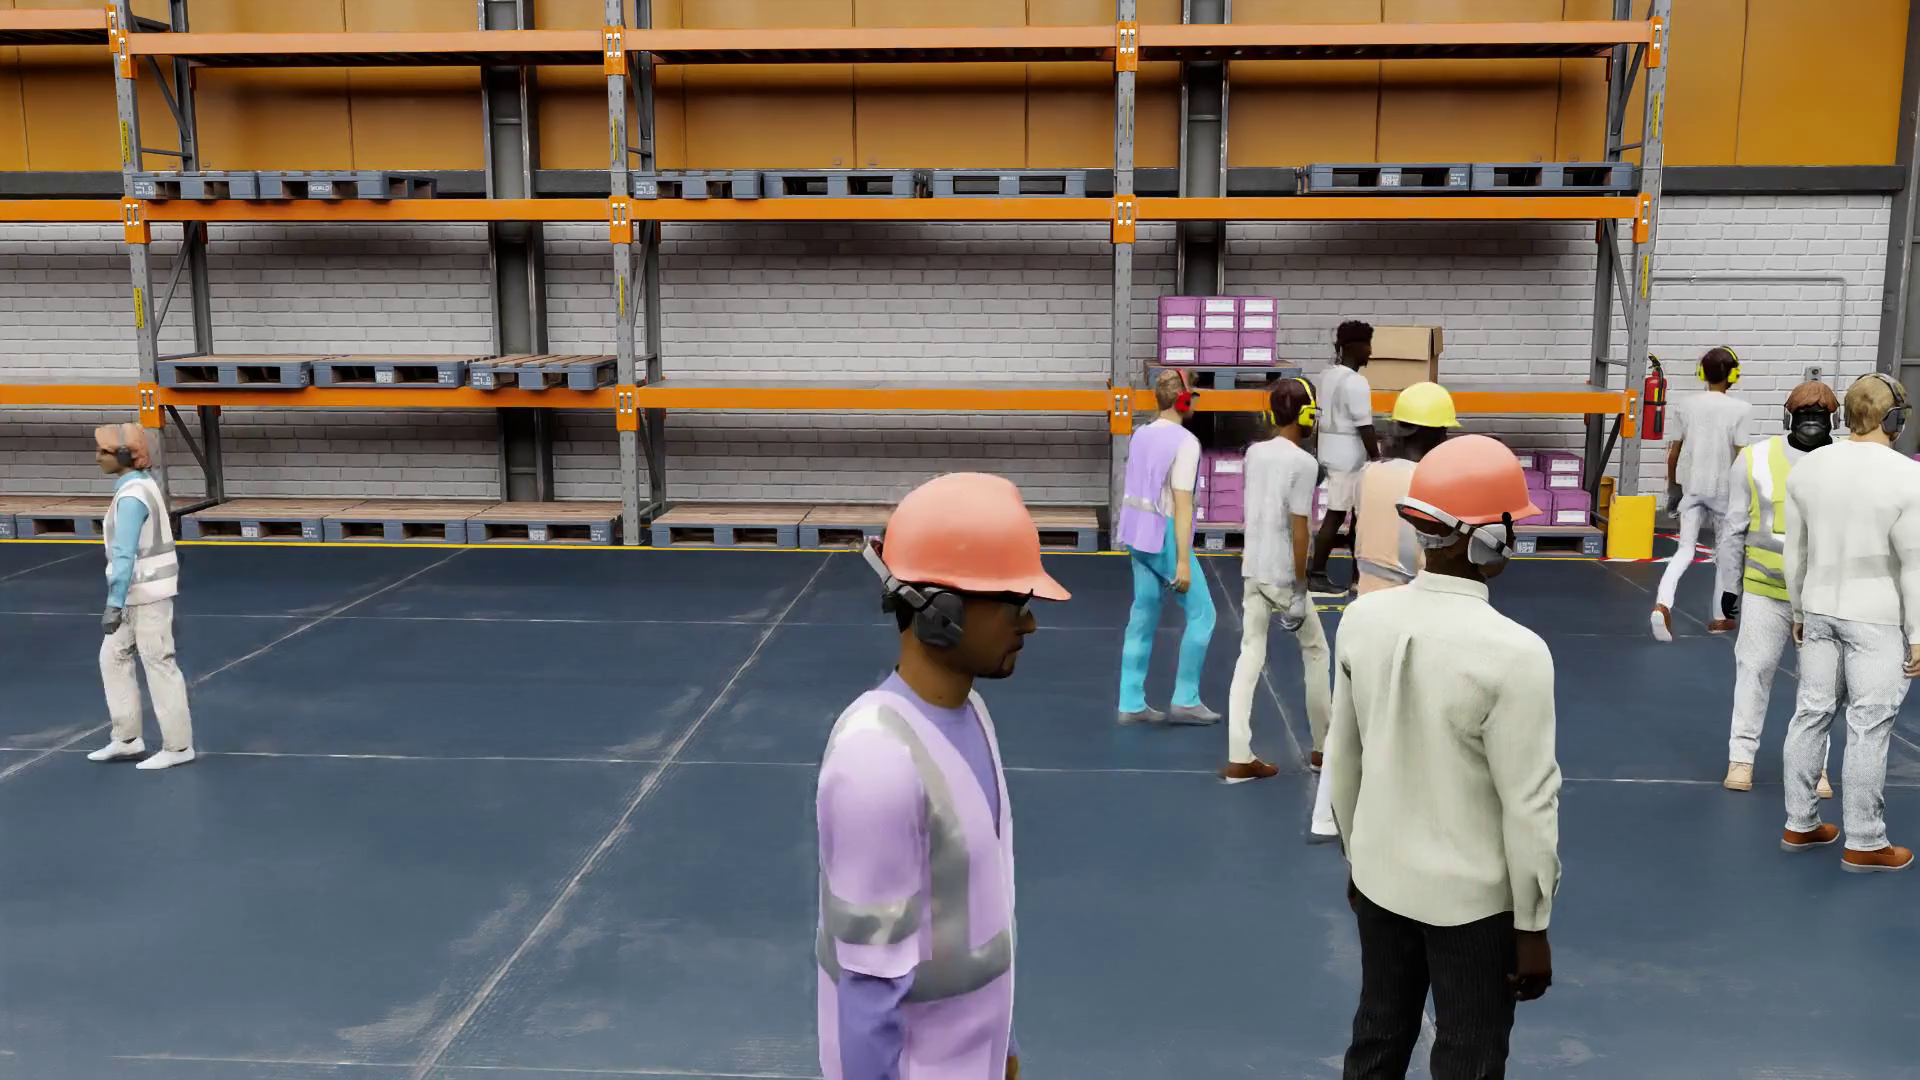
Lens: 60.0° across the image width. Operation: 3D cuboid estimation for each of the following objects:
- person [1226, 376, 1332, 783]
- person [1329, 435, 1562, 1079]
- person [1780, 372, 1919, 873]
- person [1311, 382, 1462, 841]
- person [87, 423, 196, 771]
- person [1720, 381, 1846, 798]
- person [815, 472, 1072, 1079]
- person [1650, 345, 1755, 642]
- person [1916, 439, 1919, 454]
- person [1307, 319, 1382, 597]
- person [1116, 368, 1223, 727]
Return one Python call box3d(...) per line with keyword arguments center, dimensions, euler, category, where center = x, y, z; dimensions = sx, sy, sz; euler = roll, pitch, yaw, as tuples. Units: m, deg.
box3d(center=(1.545, 0.178, 7.595), dimensions=(0.844, 1.835, 0.494), euler=(-6, 11, -31), category="person")
box3d(center=(1.083, 0.761, 3.717), dimensions=(0.379, 1.996, 0.609), euler=(-6, 11, -31), category="person")
box3d(center=(3.492, 0.318, 6.475), dimensions=(0.372, 1.940, 0.631), euler=(-5, 11, -25), category="person")
box3d(center=(1.845, 0.294, 6.798), dimensions=(0.982, 1.873, 0.610), euler=(-5, 11, -26), category="person")
box3d(center=(-3.850, 0.278, 7.621), dimensions=(0.598, 1.617, 0.542), euler=(-4, 11, -24), category="person")
box3d(center=(3.697, 0.218, 7.344), dimensions=(0.637, 1.842, 0.429), euler=(3, 10, 19), category="person")
box3d(center=(-0.053, 0.896, 2.814), dimensions=(0.585, 2.029, 0.671), euler=(3, 10, 14), category="person")
box3d(center=(4.618, -0.285, 10.330), dimensions=(0.538, 1.842, 0.888), euler=(10, 14, 44), category="person")
box3d(center=(7.030, -0.601, 11.992), dimensions=(0.621, 1.884, 0.750), euler=(4, 10, 20), category="person")
box3d(center=(2.794, -0.553, 11.578), dimensions=(0.817, 1.935, 0.613), euler=(-1, 10, -3), category="person")
box3d(center=(1.090, 0.048, 8.402), dimensions=(0.677, 1.815, 0.597), euler=(-4, 11, -25), category="person")
